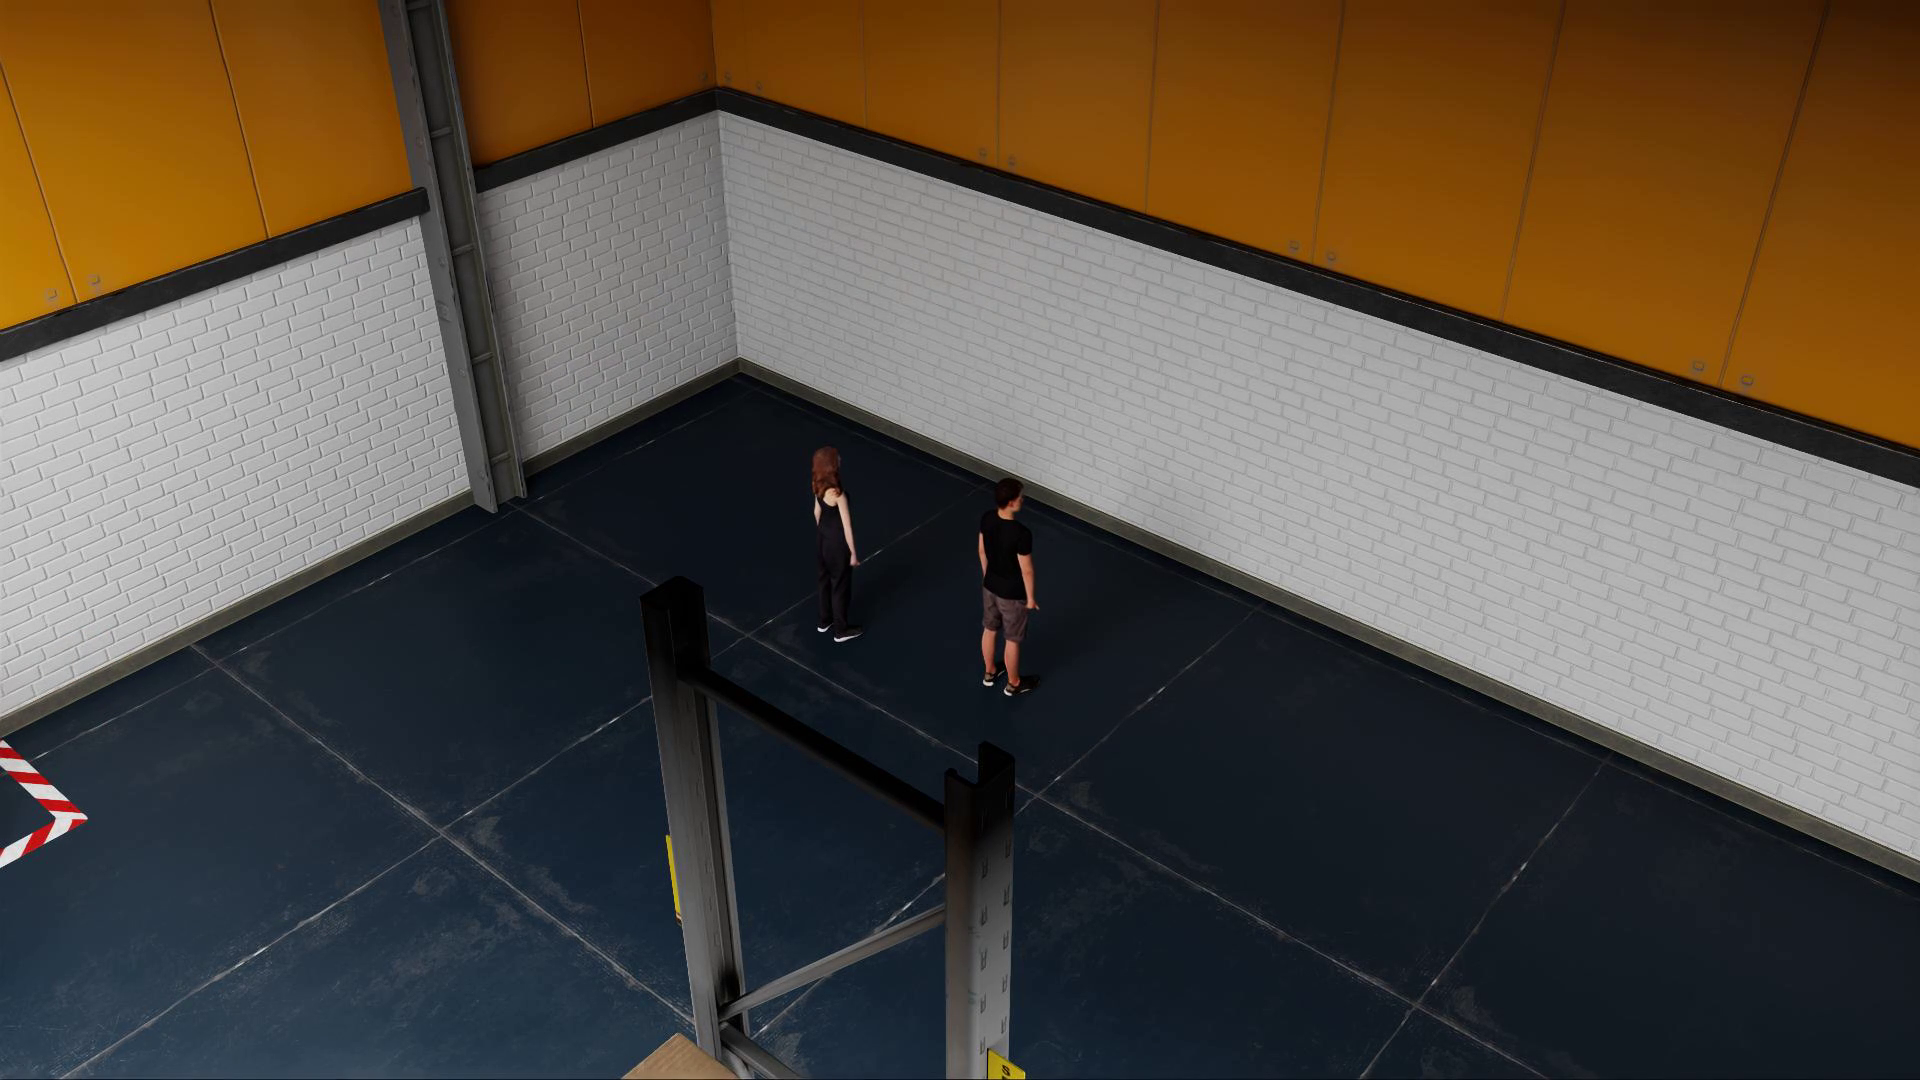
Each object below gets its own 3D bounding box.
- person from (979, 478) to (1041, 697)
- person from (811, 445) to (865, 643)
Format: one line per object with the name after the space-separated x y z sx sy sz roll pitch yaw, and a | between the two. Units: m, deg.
0.335 0.351 12.583 0.689 1.861 0.602 28 43 36 | person
-1.018 0.017 13.188 0.555 1.747 0.610 -27 42 -34 | person
